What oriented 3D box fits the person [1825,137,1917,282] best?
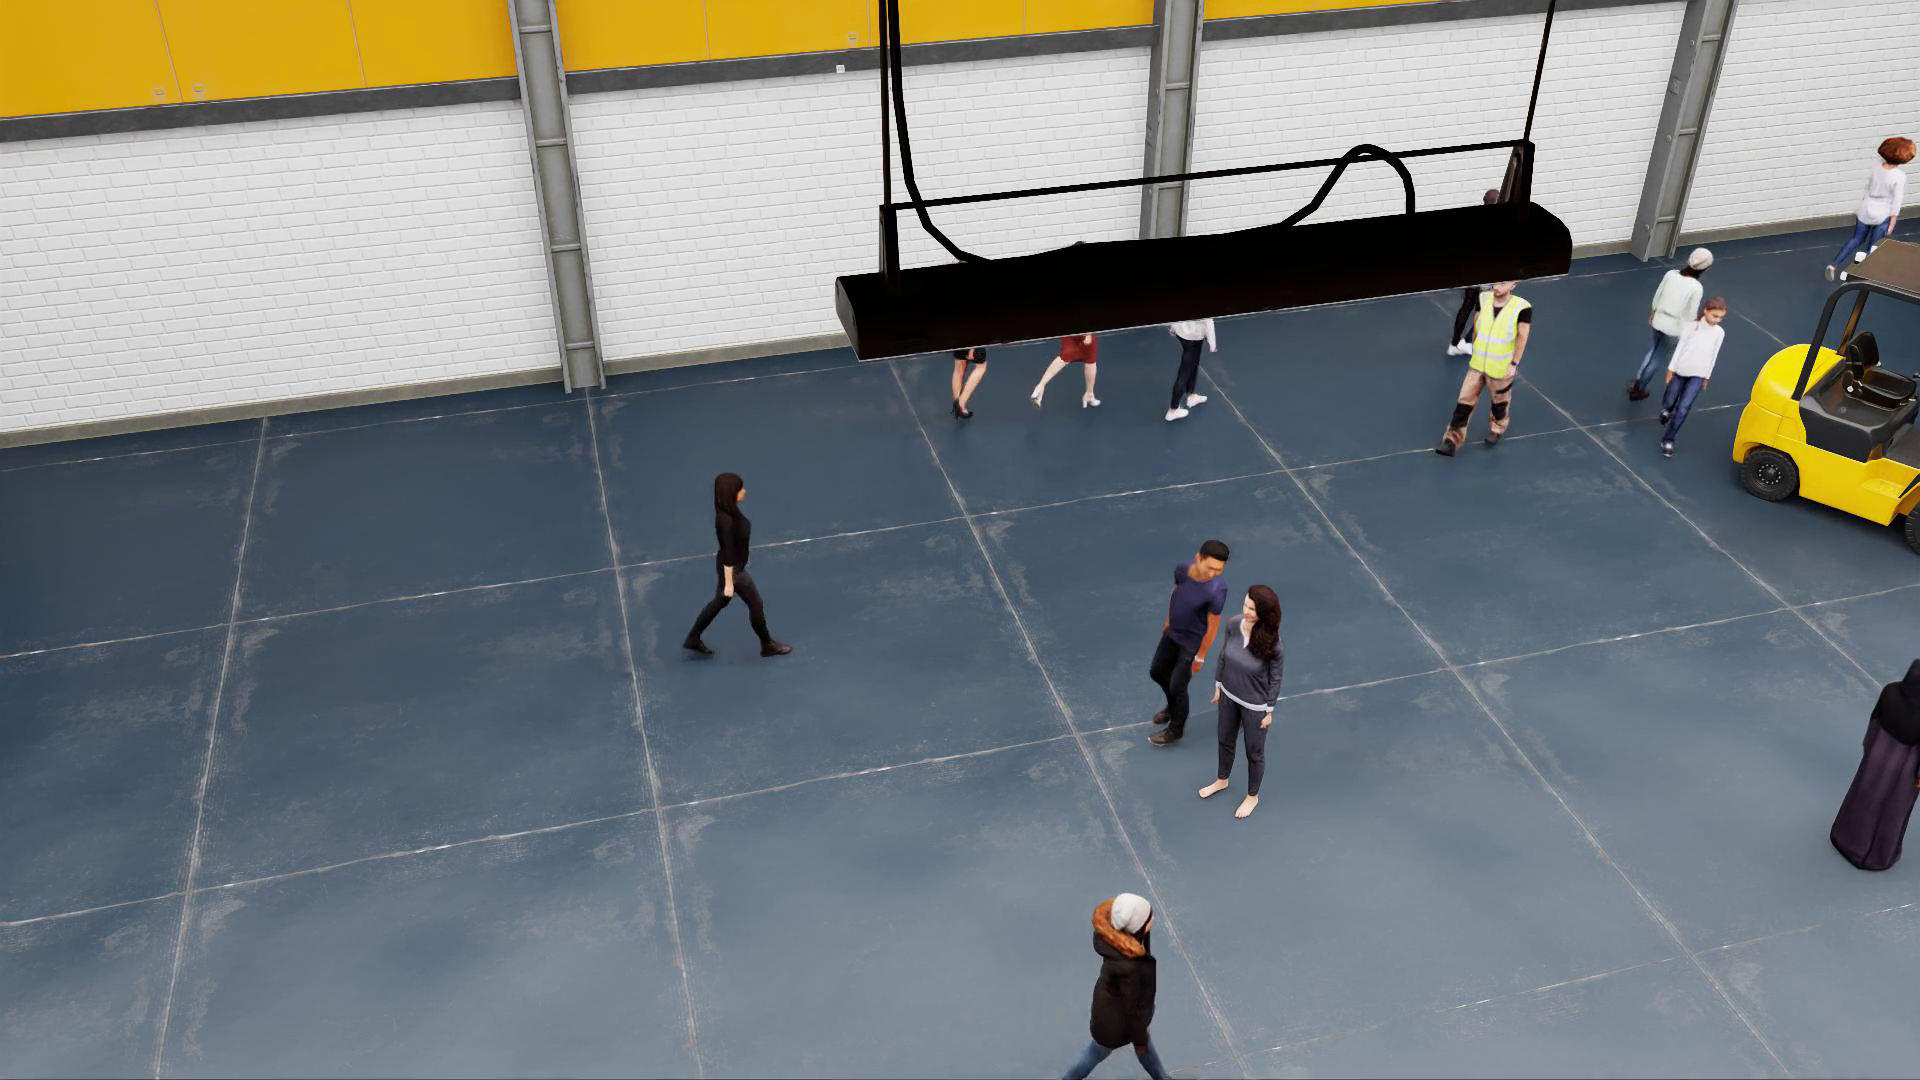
[{"bbox_3d":[9.735,-3.483,17.789,0.879,1.697,0.708,-13,36,-19],"label":"person"}]

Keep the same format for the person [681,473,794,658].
[{"bbox_3d":[-1.766,0.226,12.288,1.075,1.609,0.653,-5,34,-7],"label":"person"}]

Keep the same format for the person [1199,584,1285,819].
[{"bbox_3d":[1.880,1.033,10.931,0.693,1.768,0.707,26,42,34],"label":"person"}]

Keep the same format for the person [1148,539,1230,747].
[{"bbox_3d":[1.639,0.690,11.468,0.722,1.745,0.748,-12,36,-18],"label":"person"}]

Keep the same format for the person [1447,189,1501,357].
[{"bbox_3d":[5.040,-2.602,16.408,0.609,1.760,0.651,-7,34,-11],"label":"person"}]

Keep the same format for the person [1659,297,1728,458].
[{"bbox_3d":[6.586,-1.521,14.988,0.891,1.531,0.895,14,36,20],"label":"person"}]

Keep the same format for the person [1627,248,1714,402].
[{"bbox_3d":[6.613,-1.973,15.590,0.711,1.617,0.702,-25,41,-32],"label":"person"}]

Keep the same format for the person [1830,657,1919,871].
[{"bbox_3d":[5.932,1.381,10.547,0.670,1.613,0.665,-18,38,-25],"label":"person"}]

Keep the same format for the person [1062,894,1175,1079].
[{"bbox_3d":[0.784,2.503,8.878,1.122,1.592,0.851,2,34,3],"label":"person"}]

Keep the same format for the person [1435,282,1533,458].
[{"bbox_3d":[4.810,-1.600,14.880,1.140,1.783,1.278,23,40,31],"label":"person"}]

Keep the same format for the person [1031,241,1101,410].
[{"bbox_3d":[1.033,-1.931,15.426,1.084,1.727,0.798,-19,38,-26],"label":"person"}]

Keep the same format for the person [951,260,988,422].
[{"bbox_3d":[-0.023,-1.828,15.331,0.724,1.662,0.652,-19,38,-26],"label":"person"}]
